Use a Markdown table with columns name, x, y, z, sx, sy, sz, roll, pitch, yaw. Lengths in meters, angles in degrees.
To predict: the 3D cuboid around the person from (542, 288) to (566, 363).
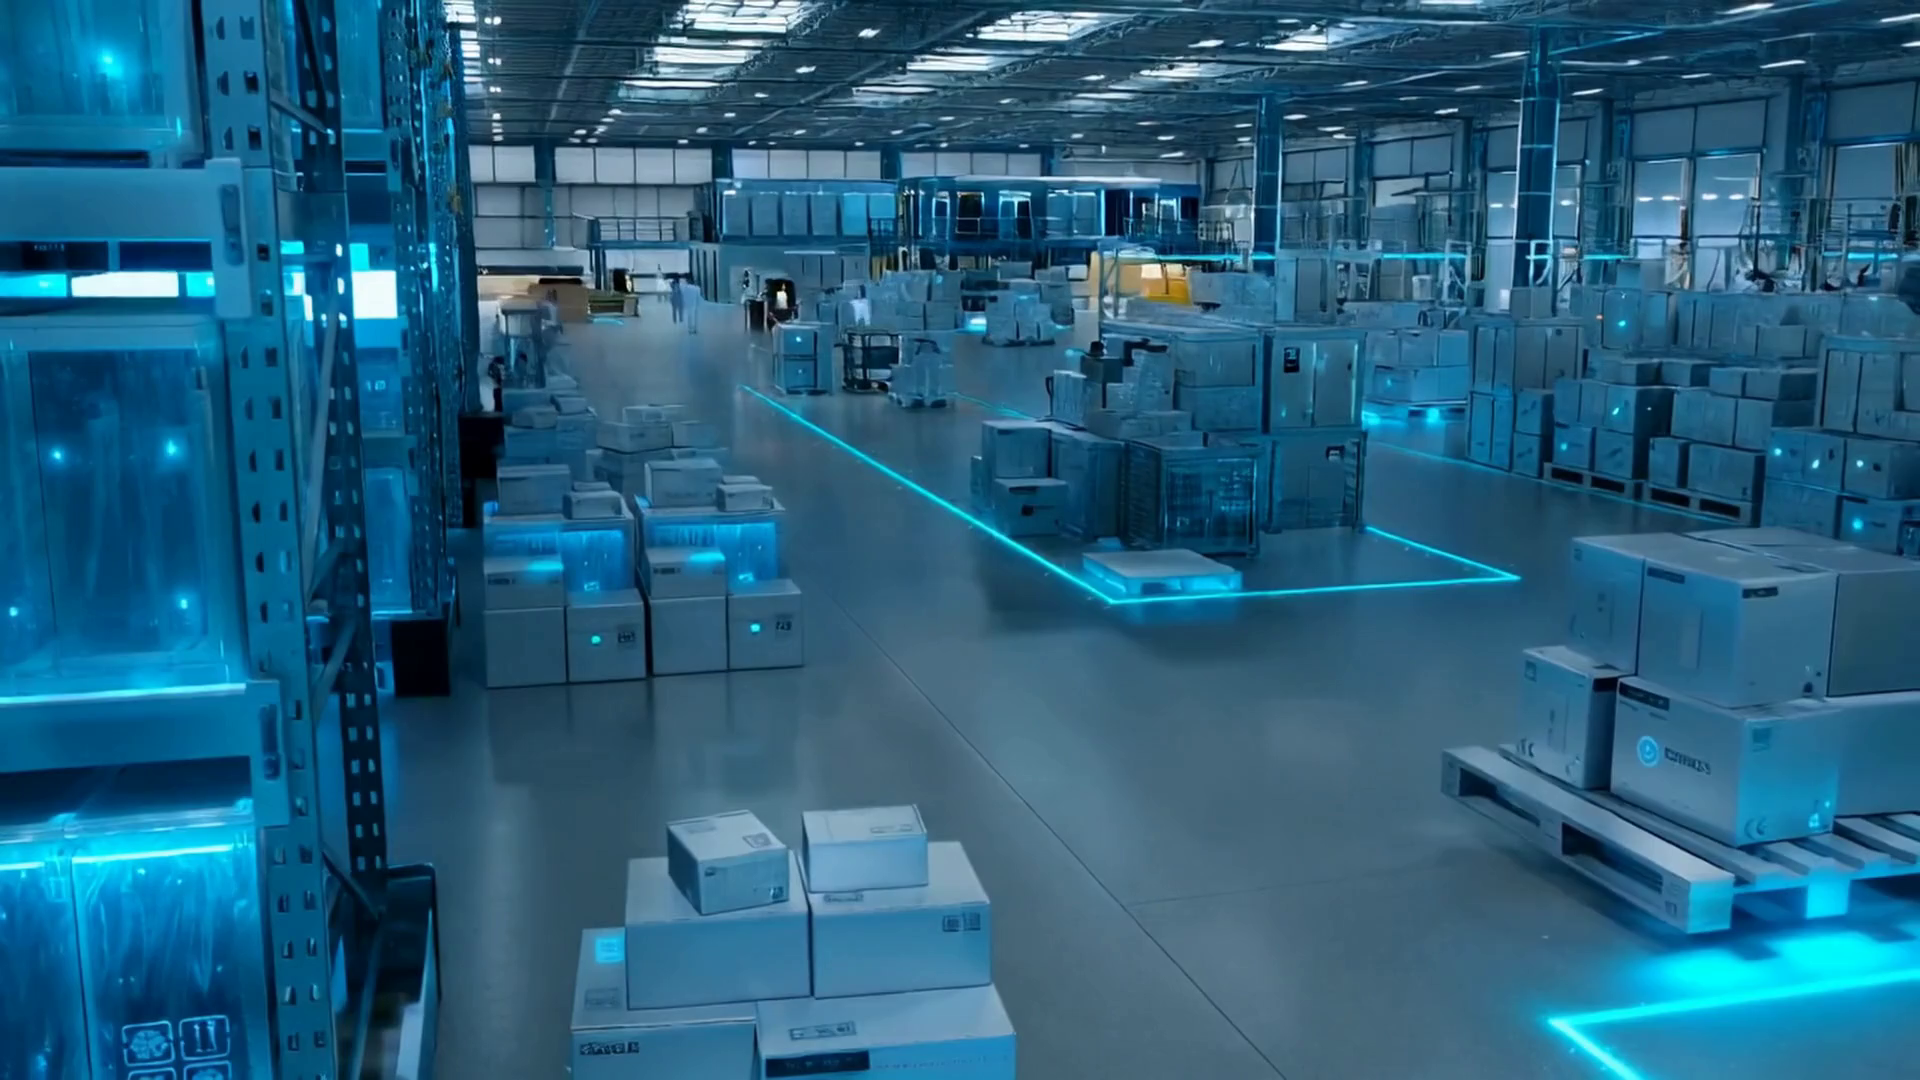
| name | x | y | z | sx | sy | sz | roll | pitch | yaw |
| --- | --- | --- | --- | --- | --- | --- | --- | --- | --- |
| person | -9.591 | -5.028 | 39.462 | 0.889 | 1.878 | 0.612 | 1 | 10 | 5 |

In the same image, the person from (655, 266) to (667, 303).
| name | x | y | z | sx | sy | sz | roll | pitch | yaw |
| --- | --- | --- | --- | --- | --- | --- | --- | --- | --- |
| person | -15.369 | -13.137 | 85.379 | 0.559 | 1.887 | 0.993 | -6 | 12 | -30 |

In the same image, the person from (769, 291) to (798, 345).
| name | x | y | z | sx | sy | sz | roll | pitch | yaw |
| --- | --- | --- | --- | --- | --- | --- | --- | --- | --- |
| person | -3.785 | -4.371 | 35.680 | 0.613 | 1.907 | 1.043 | 1 | 10 | 5 |

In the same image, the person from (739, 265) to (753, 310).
| name | x | y | z | sx | sy | sz | roll | pitch | yaw |
| --- | --- | --- | --- | --- | --- | --- | --- | --- | --- |
| person | -9.725 | -11.489 | 75.622 | 0.609 | 2.036 | 0.402 | -2 | 10 | -13 |

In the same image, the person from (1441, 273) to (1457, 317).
| name | x | y | z | sx | sy | sz | roll | pitch | yaw |
| --- | --- | --- | --- | --- | --- | --- | --- | --- | --- |
| person | 19.944 | -10.003 | 67.877 | 0.645 | 1.791 | 0.992 | 6 | 11 | 29 |

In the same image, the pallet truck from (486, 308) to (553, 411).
| name | x | y | z | sx | sy | sz | roll | pitch | yaw |
| --- | --- | --- | --- | --- | --- | --- | --- | --- | --- |
| pallet truck | -6.242 | -2.418 | 24.362 | 0.823 | 1.965 | 1.885 | 1 | 10 | 3 |

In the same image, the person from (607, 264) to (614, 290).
| name | x | y | z | sx | sy | sz | roll | pitch | yaw |
| --- | --- | --- | --- | --- | --- | --- | --- | --- | --- |
| person | -19.702 | -14.510 | 93.218 | 0.625 | 1.872 | 1.006 | -7 | 12 | -36 |

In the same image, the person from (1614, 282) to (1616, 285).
| name | x | y | z | sx | sy | sz | roll | pitch | yaw |
| --- | --- | --- | --- | --- | --- | --- | --- | --- | --- |
| person | 19.186 | -6.643 | 48.676 | 0.513 | 1.863 | 0.329 | -2 | 10 | -13 |

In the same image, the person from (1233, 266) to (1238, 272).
| name | x | y | z | sx | sy | sz | roll | pitch | yaw |
| --- | --- | --- | --- | --- | --- | --- | --- | --- | --- |
| person | 14.790 | -13.737 | 88.967 | 0.631 | 1.827 | 0.631 | 7 | 12 | 36 |

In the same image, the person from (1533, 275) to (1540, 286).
| name | x | y | z | sx | sy | sz | roll | pitch | yaw |
| --- | --- | --- | --- | --- | --- | --- | --- | --- | --- |
| person | 18.325 | -7.453 | 53.022 | 0.682 | 1.947 | 0.729 | 3 | 10 | 15 |

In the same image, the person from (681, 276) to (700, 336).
| name | x | y | z | sx | sy | sz | roll | pitch | yaw |
| --- | --- | --- | --- | --- | --- | --- | --- | --- | --- |
| person | -8.664 | -7.537 | 53.600 | 0.629 | 1.921 | 0.490 | 0 | 10 | 2 |

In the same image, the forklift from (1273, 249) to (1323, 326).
| name | x | y | z | sx | sy | sz | roll | pitch | yaw |
| --- | --- | --- | --- | --- | --- | --- | --- | --- | --- |
| forklift | 4.855 | -2.824 | 24.162 | 1.873 | 2.768 | 1.129 | -3 | 10 | -15 |

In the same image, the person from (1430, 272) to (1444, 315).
| name | x | y | z | sx | sy | sz | roll | pitch | yaw |
| --- | --- | --- | --- | --- | --- | --- | --- | --- | --- |
| person | 18.413 | -9.405 | 64.299 | 0.606 | 1.884 | 1.010 | 2 | 10 | 9 |

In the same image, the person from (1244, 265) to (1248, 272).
| name | x | y | z | sx | sy | sz | roll | pitch | yaw |
| --- | --- | --- | --- | --- | --- | --- | --- | --- | --- |
| person | 16.423 | -14.827 | 94.809 | 0.644 | 1.927 | 0.611 | -1 | 10 | -5 |

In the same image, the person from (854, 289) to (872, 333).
| name | x | y | z | sx | sy | sz | roll | pitch | yaw |
| --- | --- | --- | --- | --- | --- | --- | --- | --- | --- |
| person | -2.836 | -6.466 | 48.227 | 0.534 | 1.669 | 0.826 | -3 | 10 | -15 |

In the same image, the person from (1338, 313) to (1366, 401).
| name | x | y | z | sx | sy | sz | roll | pitch | yaw |
| --- | --- | --- | --- | --- | --- | --- | --- | --- | --- |
| person | 5.162 | -2.051 | 22.313 | 0.612 | 1.987 | 0.399 | -2 | 10 | -13 |

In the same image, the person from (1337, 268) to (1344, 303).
| name | x | y | z | sx | sy | sz | roll | pitch | yaw |
| --- | --- | --- | --- | --- | --- | --- | --- | --- | --- |
| person | 16.412 | -10.902 | 72.490 | 0.769 | 1.969 | 0.626 | -5 | 11 | -24 |

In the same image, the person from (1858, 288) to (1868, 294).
| name | x | y | z | sx | sy | sz | roll | pitch | yaw |
| --- | --- | --- | --- | --- | --- | --- | --- | --- | --- |
| person | 23.108 | -5.575 | 42.818 | 0.967 | 1.802 | 0.549 | 8 | 13 | 39 |

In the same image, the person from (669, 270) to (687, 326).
| name | x | y | z | sx | sy | sz | roll | pitch | yaw |
| --- | --- | --- | --- | --- | --- | --- | --- | --- | --- |
| person | -10.213 | -8.804 | 60.405 | 0.682 | 2.000 | 1.022 | -1 | 10 | -4 |

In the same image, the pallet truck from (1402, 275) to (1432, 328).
| name | x | y | z | sx | sy | sz | roll | pitch | yaw |
| --- | --- | --- | --- | --- | --- | --- | --- | --- | --- |
| pallet truck | 14.620 | -7.324 | 52.145 | 0.823 | 1.965 | 1.885 | 8 | 13 | 40 |
